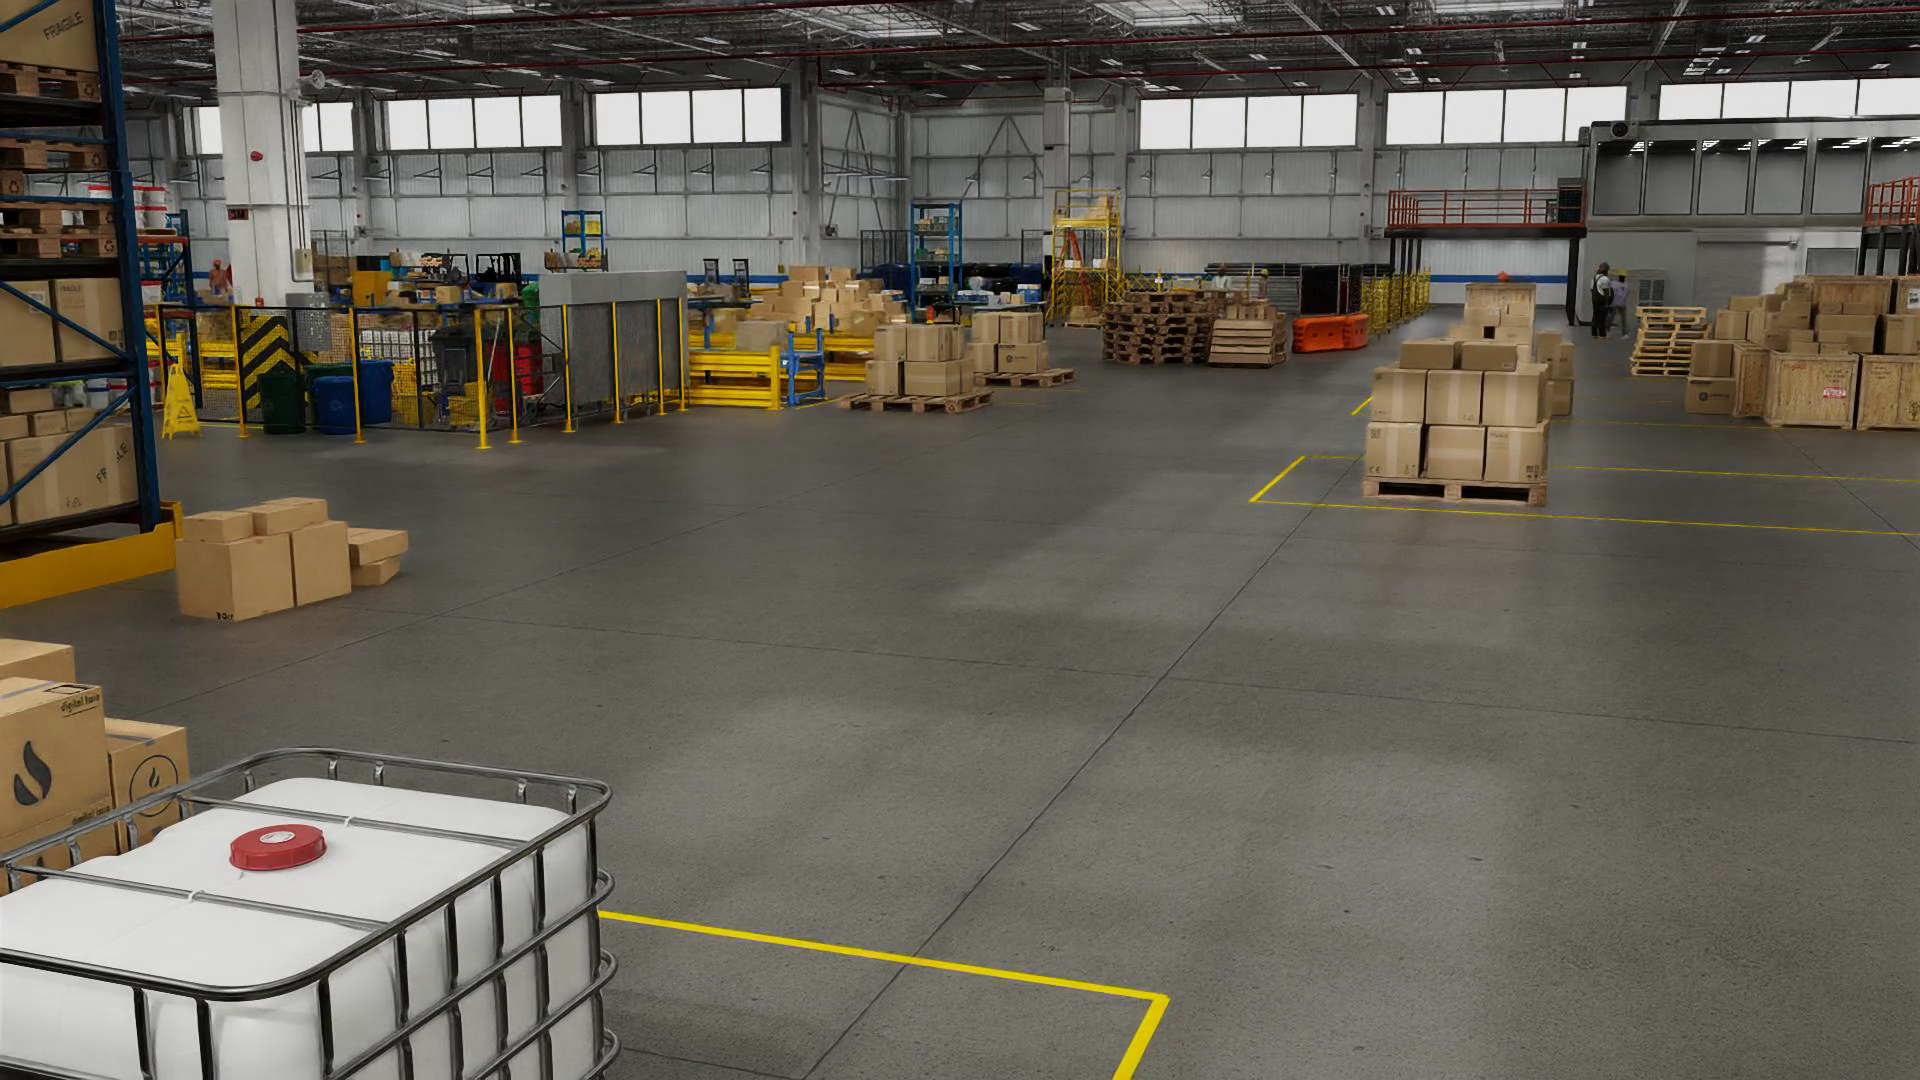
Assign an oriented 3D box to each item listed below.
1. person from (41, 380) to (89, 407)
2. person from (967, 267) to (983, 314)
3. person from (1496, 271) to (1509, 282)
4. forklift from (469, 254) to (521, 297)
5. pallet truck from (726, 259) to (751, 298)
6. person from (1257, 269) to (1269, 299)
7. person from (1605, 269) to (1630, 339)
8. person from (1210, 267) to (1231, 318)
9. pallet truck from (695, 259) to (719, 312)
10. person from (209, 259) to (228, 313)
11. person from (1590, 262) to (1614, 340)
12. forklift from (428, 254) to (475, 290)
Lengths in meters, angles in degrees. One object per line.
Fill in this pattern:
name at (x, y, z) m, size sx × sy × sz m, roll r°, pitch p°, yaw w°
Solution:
person at (-11.060, -1.970, 20.523) m, size 0.547 × 1.682 × 0.370 m, roll -5°, pitch 11°, yaw -26°
person at (0.410, -7.430, 50.919) m, size 0.571 × 1.810 × 0.975 m, roll 7°, pitch 12°, yaw 35°
person at (12.056, -4.971, 36.764) m, size 0.701 × 1.922 × 0.548 m, roll -7°, pitch 12°, yaw -35°
forklift at (-17.990, -10.121, 64.684) m, size 1.157 × 1.987 × 2.680 m, roll 3°, pitch 11°, yaw 17°
pallet truck at (-7.986, -9.493, 62.019) m, size 0.823 × 1.965 × 1.885 m, roll 3°, pitch 11°, yaw 17°
person at (9.272, -7.396, 50.892) m, size 0.343 × 1.757 × 0.519 m, roll -1°, pitch 10°, yaw -7°
person at (17.682, -6.359, 44.734) m, size 0.591 × 1.880 × 0.994 m, roll -2°, pitch 10°, yaw -13°
person at (7.908, -7.370, 50.580) m, size 0.606 × 1.824 × 1.044 m, roll 4°, pitch 11°, yaw 23°
pallet truck at (-9.165, -9.627, 62.776) m, size 0.823 × 1.965 × 1.885 m, roll 4°, pitch 11°, yaw 23°
person at (-26.413, -9.002, 59.260) m, size 0.396 × 1.992 × 0.623 m, roll 9°, pitch 14°, yaw 43°
person at (17.061, -6.338, 44.131) m, size 0.538 × 2.000 × 0.681 m, roll -2°, pitch 10°, yaw -11°
forklift at (-20.133, -10.254, 65.465) m, size 1.157 × 1.987 × 2.680 m, roll 3°, pitch 11°, yaw 19°
